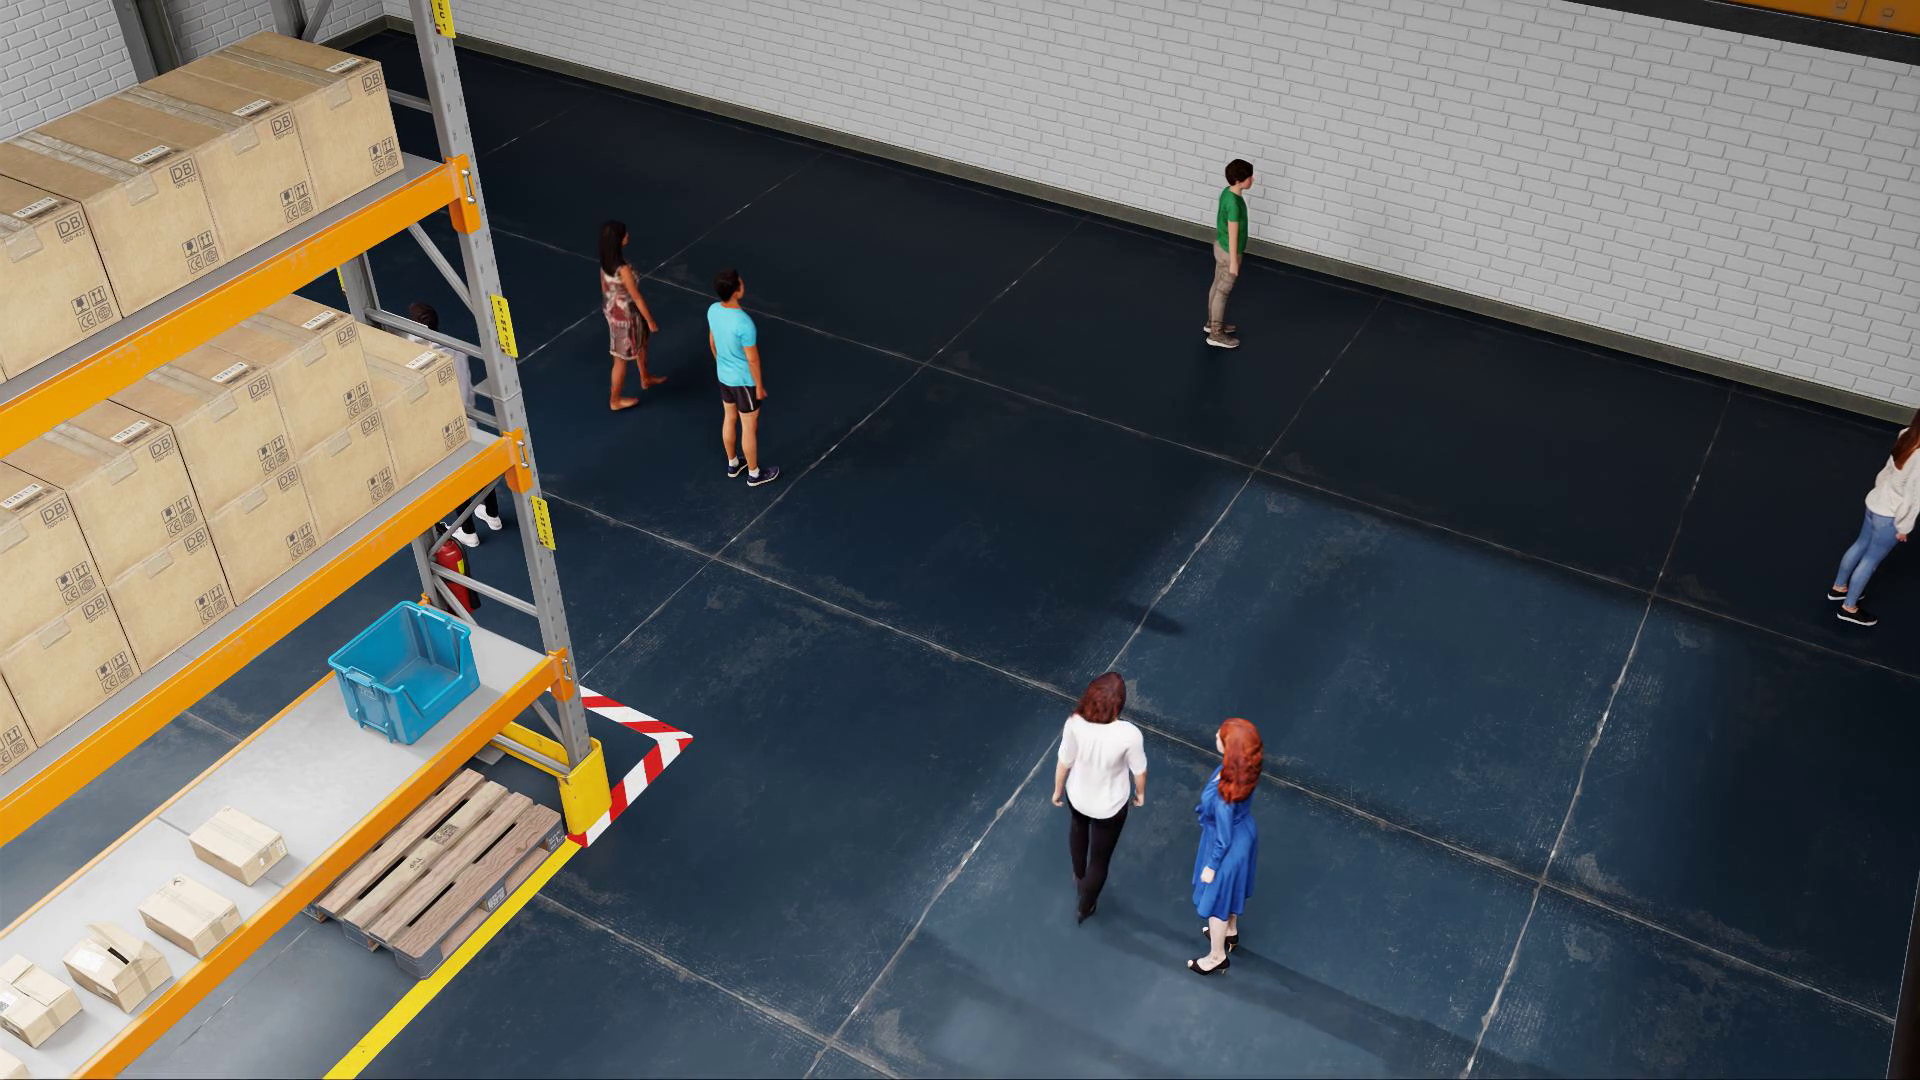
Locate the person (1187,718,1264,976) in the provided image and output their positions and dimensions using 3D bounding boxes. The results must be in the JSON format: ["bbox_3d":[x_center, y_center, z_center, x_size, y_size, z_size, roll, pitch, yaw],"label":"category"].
[{"bbox_3d":[1.397,1.628,8.728,0.669,1.827,0.498,19,42,22],"label":"person"}]

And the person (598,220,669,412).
[{"bbox_3d":[-2.731,-1.725,13.090,0.933,1.622,0.845,-21,43,-24],"label":"person"}]

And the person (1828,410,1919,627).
[{"bbox_3d":[6.221,-0.194,11.118,0.754,1.691,0.609,6,39,8],"label":"person"}]

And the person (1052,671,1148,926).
[{"bbox_3d":[0.707,1.479,8.952,0.692,1.780,0.695,13,40,15],"label":"person"}]

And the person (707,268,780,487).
[{"bbox_3d":[-1.653,-1.199,12.308,0.657,1.776,0.597,29,47,31],"label":"person"}]

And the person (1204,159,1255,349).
[{"bbox_3d":[2.240,-2.421,13.939,0.715,1.651,0.600,2,39,3],"label":"person"}]

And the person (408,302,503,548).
[{"bbox_3d":[-3.579,-0.810,11.698,0.749,1.929,0.516,23,44,26],"label":"person"}]
